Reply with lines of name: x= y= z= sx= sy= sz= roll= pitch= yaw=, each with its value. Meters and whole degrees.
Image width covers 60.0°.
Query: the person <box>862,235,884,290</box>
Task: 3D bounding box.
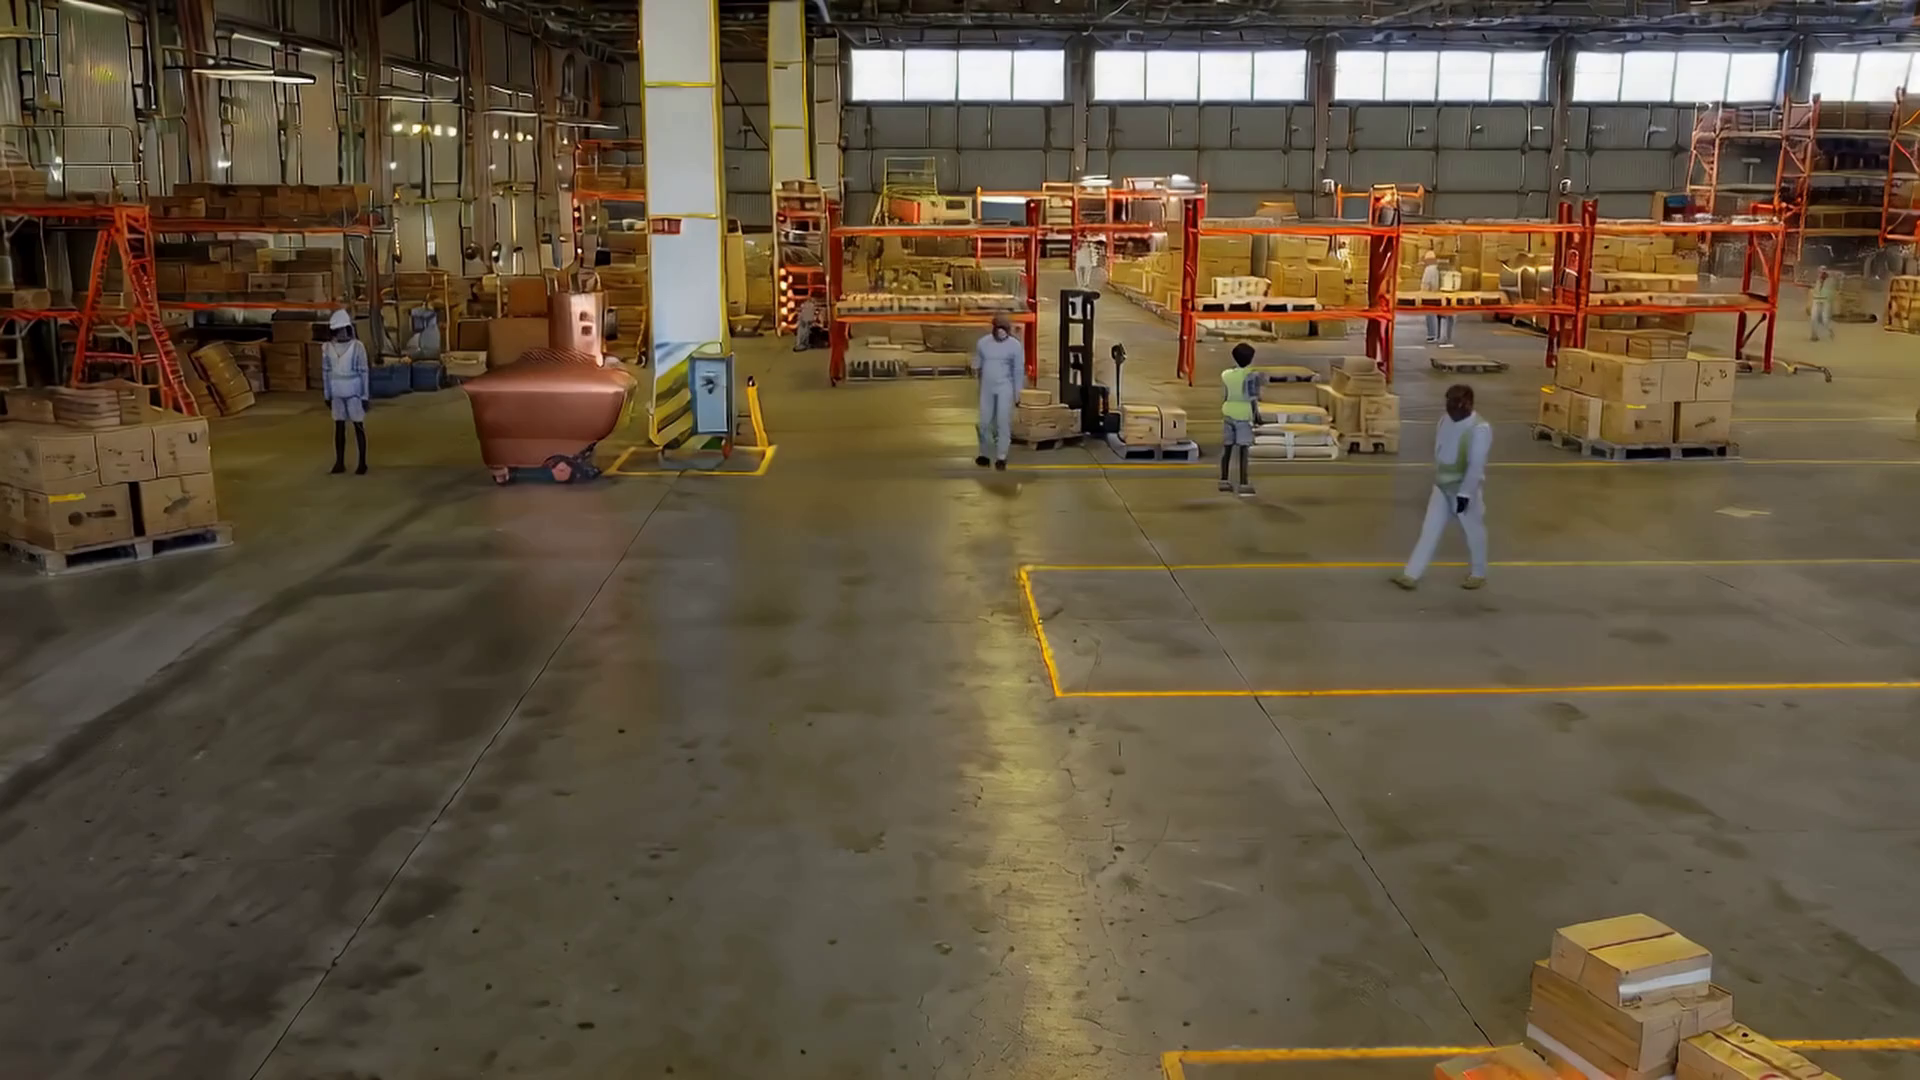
person: x=-2.652 y=-8.599 z=50.835 sx=0.647 sy=1.892 sz=1.033 roll=0 pitch=12 yaw=1

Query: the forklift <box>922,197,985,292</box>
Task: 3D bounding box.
forklift: x=-0.157 y=-8.447 z=47.859 sx=1.129 sy=2.768 sz=1.873 roll=-7 pitch=14 yaw=-30

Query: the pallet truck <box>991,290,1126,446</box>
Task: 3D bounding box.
pallet truck: x=1.257 y=-2.299 z=22.111 sx=1.885 sy=1.965 sz=0.823 roll=-9 pitch=15 yaw=-35

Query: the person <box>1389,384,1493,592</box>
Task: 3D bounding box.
person: x=4.144 y=-0.413 z=14.062 sx=0.958 sy=1.790 sz=0.640 roll=-6 pitch=14 yaw=-26

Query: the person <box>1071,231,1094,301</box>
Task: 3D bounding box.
person: x=3.396 y=-7.610 z=46.225 sx=0.633 sy=1.936 sz=0.353 roll=2 pitch=13 yaw=9

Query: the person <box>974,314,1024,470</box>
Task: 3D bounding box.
person: x=0.471 y=-1.769 z=19.941 sx=0.651 sy=1.897 sz=0.517 roll=4 pitch=13 yaw=16

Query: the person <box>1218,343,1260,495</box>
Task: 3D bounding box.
person: x=3.120 y=-1.353 z=18.546 sx=0.320 sy=1.691 sz=0.534 roll=-10 pitch=16 yaw=-38

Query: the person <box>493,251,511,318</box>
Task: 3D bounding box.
person: x=-11.274 y=-6.262 z=40.843 sx=0.313 sy=1.634 sz=0.514 roll=-10 pitch=16 yaw=-39

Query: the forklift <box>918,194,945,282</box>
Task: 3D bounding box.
forklift: x=-0.879 y=-9.847 z=54.179 sx=1.873 sy=2.768 sz=1.129 roll=-9 pitch=15 yaw=-36

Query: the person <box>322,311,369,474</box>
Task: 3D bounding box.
person: x=-7.299 y=-1.748 z=19.757 sx=0.545 sy=1.939 sz=0.373 roll=1 pitch=12 yaw=2

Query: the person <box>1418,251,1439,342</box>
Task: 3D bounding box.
person: x=9.895 y=-5.137 z=35.116 sx=0.408 sy=1.918 sz=0.584 roll=8 pitch=15 yaw=31

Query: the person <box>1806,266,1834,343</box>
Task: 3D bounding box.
person: x=18.054 y=-4.922 z=34.806 sx=0.454 sy=1.620 sz=0.524 roll=-4 pitch=13 yaw=-18

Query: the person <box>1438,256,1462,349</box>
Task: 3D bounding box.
person: x=9.972 y=-4.818 z=33.771 sx=0.349 sy=1.877 sz=0.577 roll=-5 pitch=13 yaw=-20

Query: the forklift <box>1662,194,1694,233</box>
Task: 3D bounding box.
forklift: x=24.125 y=-10.281 z=56.139 sx=1.129 sy=2.768 sz=1.873 roll=-1 pitch=13 yaw=-3
